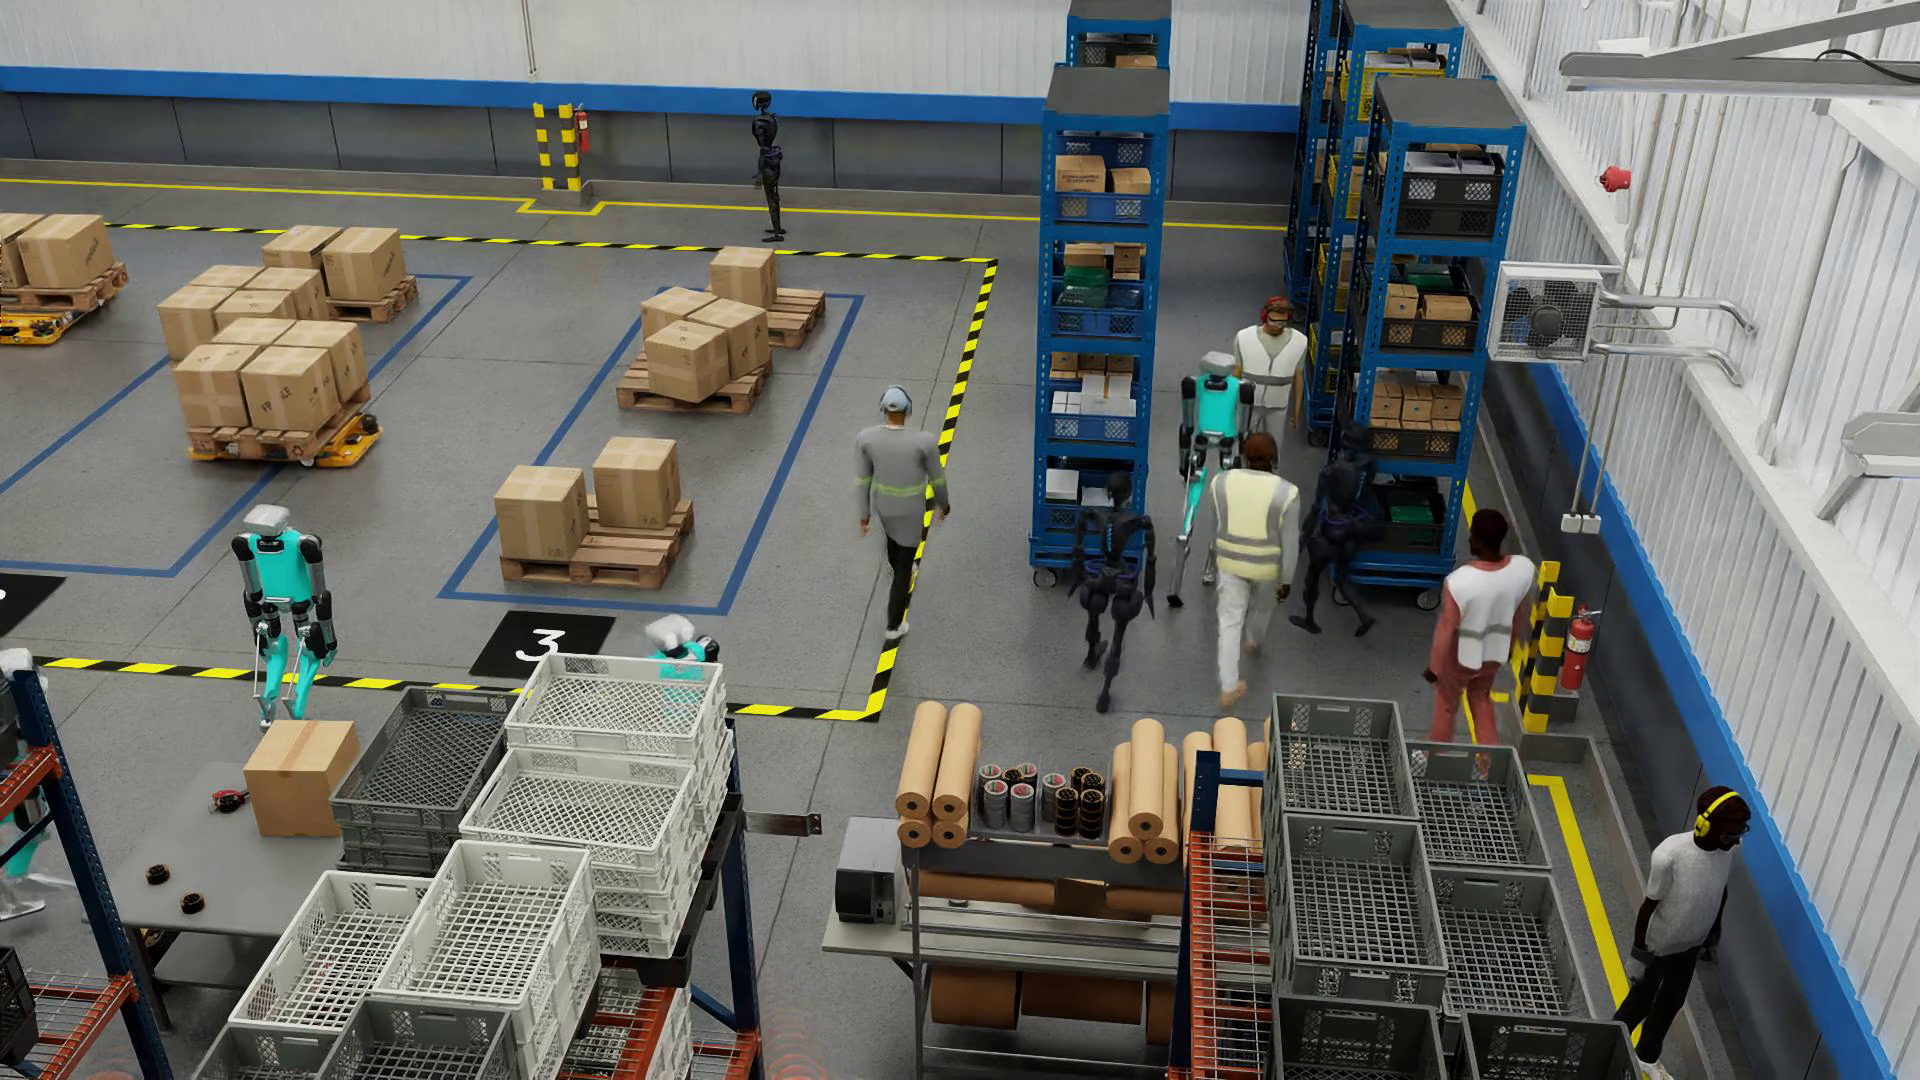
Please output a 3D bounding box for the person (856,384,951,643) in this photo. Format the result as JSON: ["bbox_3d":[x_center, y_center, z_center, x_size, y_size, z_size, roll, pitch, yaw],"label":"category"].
[{"bbox_3d":[-0.406,-0.241,11.566,0.604,1.797,0.985,10,32,17],"label":"person"}]

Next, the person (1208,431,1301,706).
[{"bbox_3d":[1.911,0.148,10.936,0.632,1.769,0.983,10,32,16],"label":"person"}]

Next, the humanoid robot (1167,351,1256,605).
[{"bbox_3d":[1.743,-0.356,11.892,0.558,1.839,0.896,11,32,17],"label":"humanoid robot"}]

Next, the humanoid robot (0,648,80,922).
[{"bbox_3d":[-5.056,1.389,8.815,0.977,1.730,0.539,-13,33,-21],"label":"humanoid robot"}]

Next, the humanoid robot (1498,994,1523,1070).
[{"bbox_3d":[2.241,2.436,7.092,0.611,1.642,0.469,0,30,0],"label":"humanoid robot"}]

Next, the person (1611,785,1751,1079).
[{"bbox_3d":[3.367,1.907,7.821,0.513,1.857,0.335,-10,32,-17],"label":"person"}]

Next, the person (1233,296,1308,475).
[{"bbox_3d":[2.368,-1.035,12.899,0.560,1.833,0.421,2,30,3],"label":"person"}]

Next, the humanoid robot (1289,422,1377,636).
[{"bbox_3d":[2.591,-0.034,11.344,0.593,1.642,0.584,-19,35,-29],"label":"humanoid robot"}]

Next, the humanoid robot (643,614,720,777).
[{"bbox_3d":[-1.662,1.151,9.243,0.665,1.810,0.537,25,38,36],"label":"humanoid robot"}]

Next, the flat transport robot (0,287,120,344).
[{"bbox_3d":[-9.091,-2.336,16.657,0.652,0.197,1.431,1,30,2],"label":"flat transport robot"}]

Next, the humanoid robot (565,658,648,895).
[{"bbox_3d":[-1.944,1.353,8.951,0.602,1.641,0.545,-26,39,-37],"label":"humanoid robot"}]

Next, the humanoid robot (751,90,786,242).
[{"bbox_3d":[-2.124,-4.127,18.348,0.315,1.657,0.599,2,30,4],"label":"humanoid robot"}]

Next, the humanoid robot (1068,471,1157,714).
[{"bbox_3d":[0.991,0.278,10.823,0.596,1.631,0.724,10,32,17],"label":"humanoid robot"}]

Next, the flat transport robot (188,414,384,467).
[{"bbox_3d":[-5.741,-0.888,14.171,1.431,0.197,0.652,3,30,6],"label":"flat transport robot"}]

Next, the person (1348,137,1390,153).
[{"bbox_3d":[4.374,-3.981,17.931,0.506,1.864,0.312,11,32,19],"label":"person"}]

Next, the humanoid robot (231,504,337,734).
[{"bbox_3d":[-4.067,0.661,9.945,0.533,1.677,0.735,3,30,5],"label":"humanoid robot"}]

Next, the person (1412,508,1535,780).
[{"bbox_3d":[3.051,0.659,9.920,0.604,1.924,0.488,-10,32,-17],"label":"person"}]
